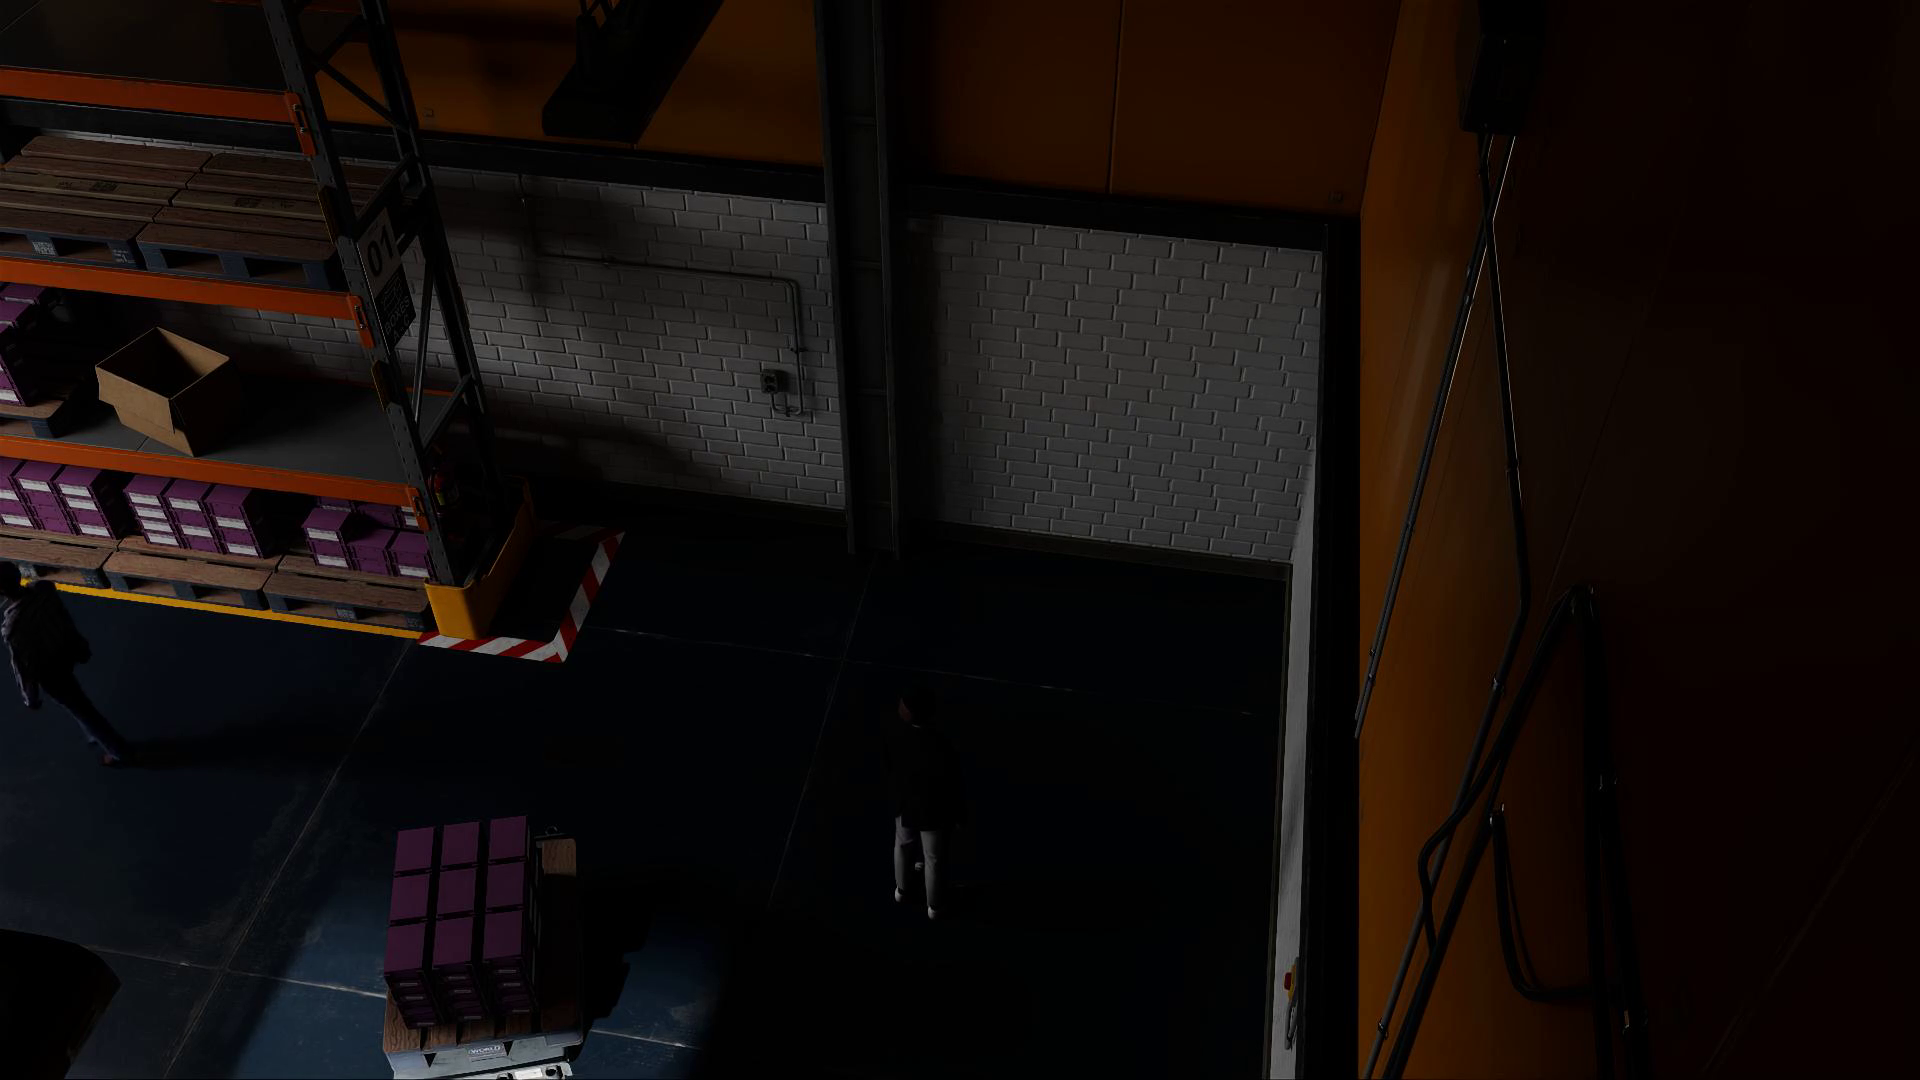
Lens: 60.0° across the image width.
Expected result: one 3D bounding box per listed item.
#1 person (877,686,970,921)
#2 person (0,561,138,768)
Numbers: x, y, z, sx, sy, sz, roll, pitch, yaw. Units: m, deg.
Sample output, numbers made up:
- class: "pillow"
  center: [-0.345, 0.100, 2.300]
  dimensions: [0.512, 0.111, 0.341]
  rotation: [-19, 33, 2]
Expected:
- class: "person"
  center: [-0.218, 1.446, 9.351]
  dimensions: [0.701, 1.950, 0.850]
  rotation: [26, 49, 24]
- class: "person"
  center: [-5.414, 0.784, 10.170]
  dimensions: [0.708, 1.779, 0.694]
  rotation: [2, 44, 2]
